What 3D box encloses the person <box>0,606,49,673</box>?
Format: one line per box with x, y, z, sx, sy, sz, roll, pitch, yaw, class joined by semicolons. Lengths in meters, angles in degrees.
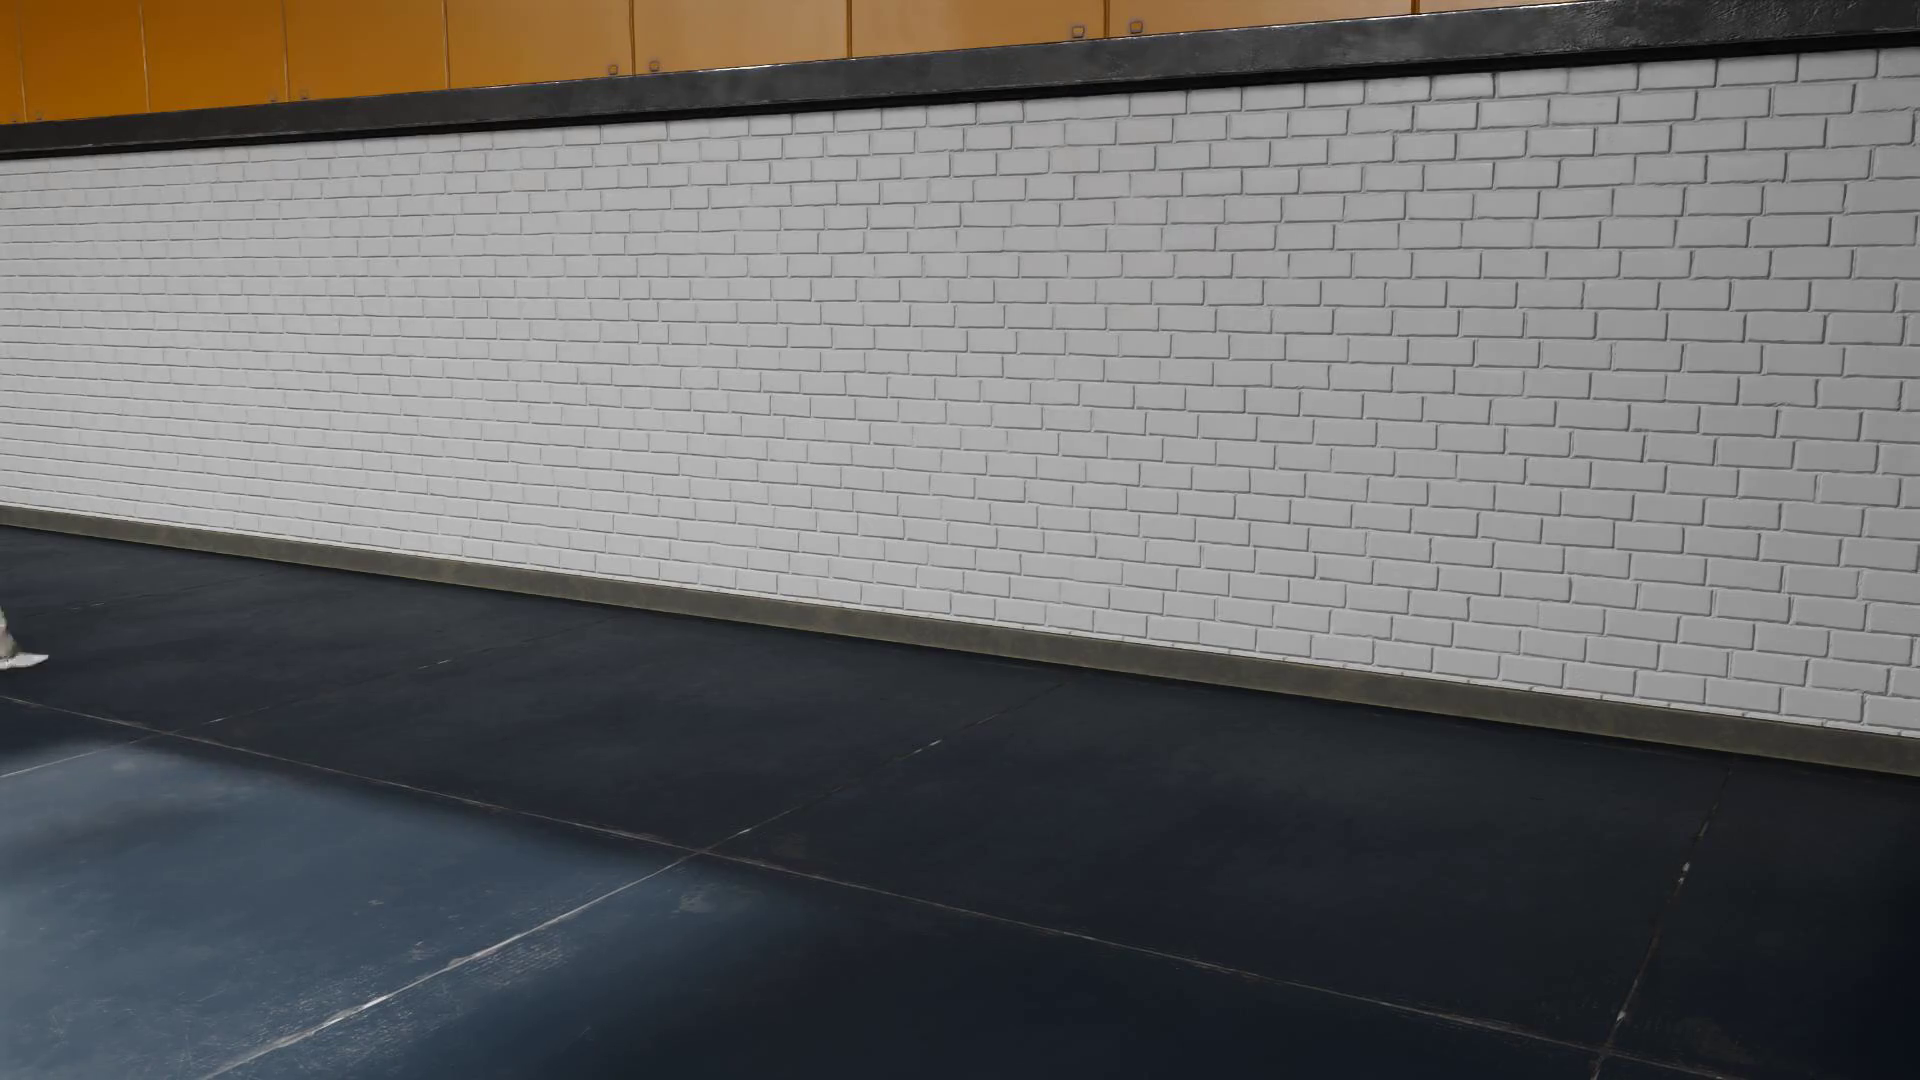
-5.008;-0.106;8.309;0.774;1.605;0.525;-7;11;-36;person
